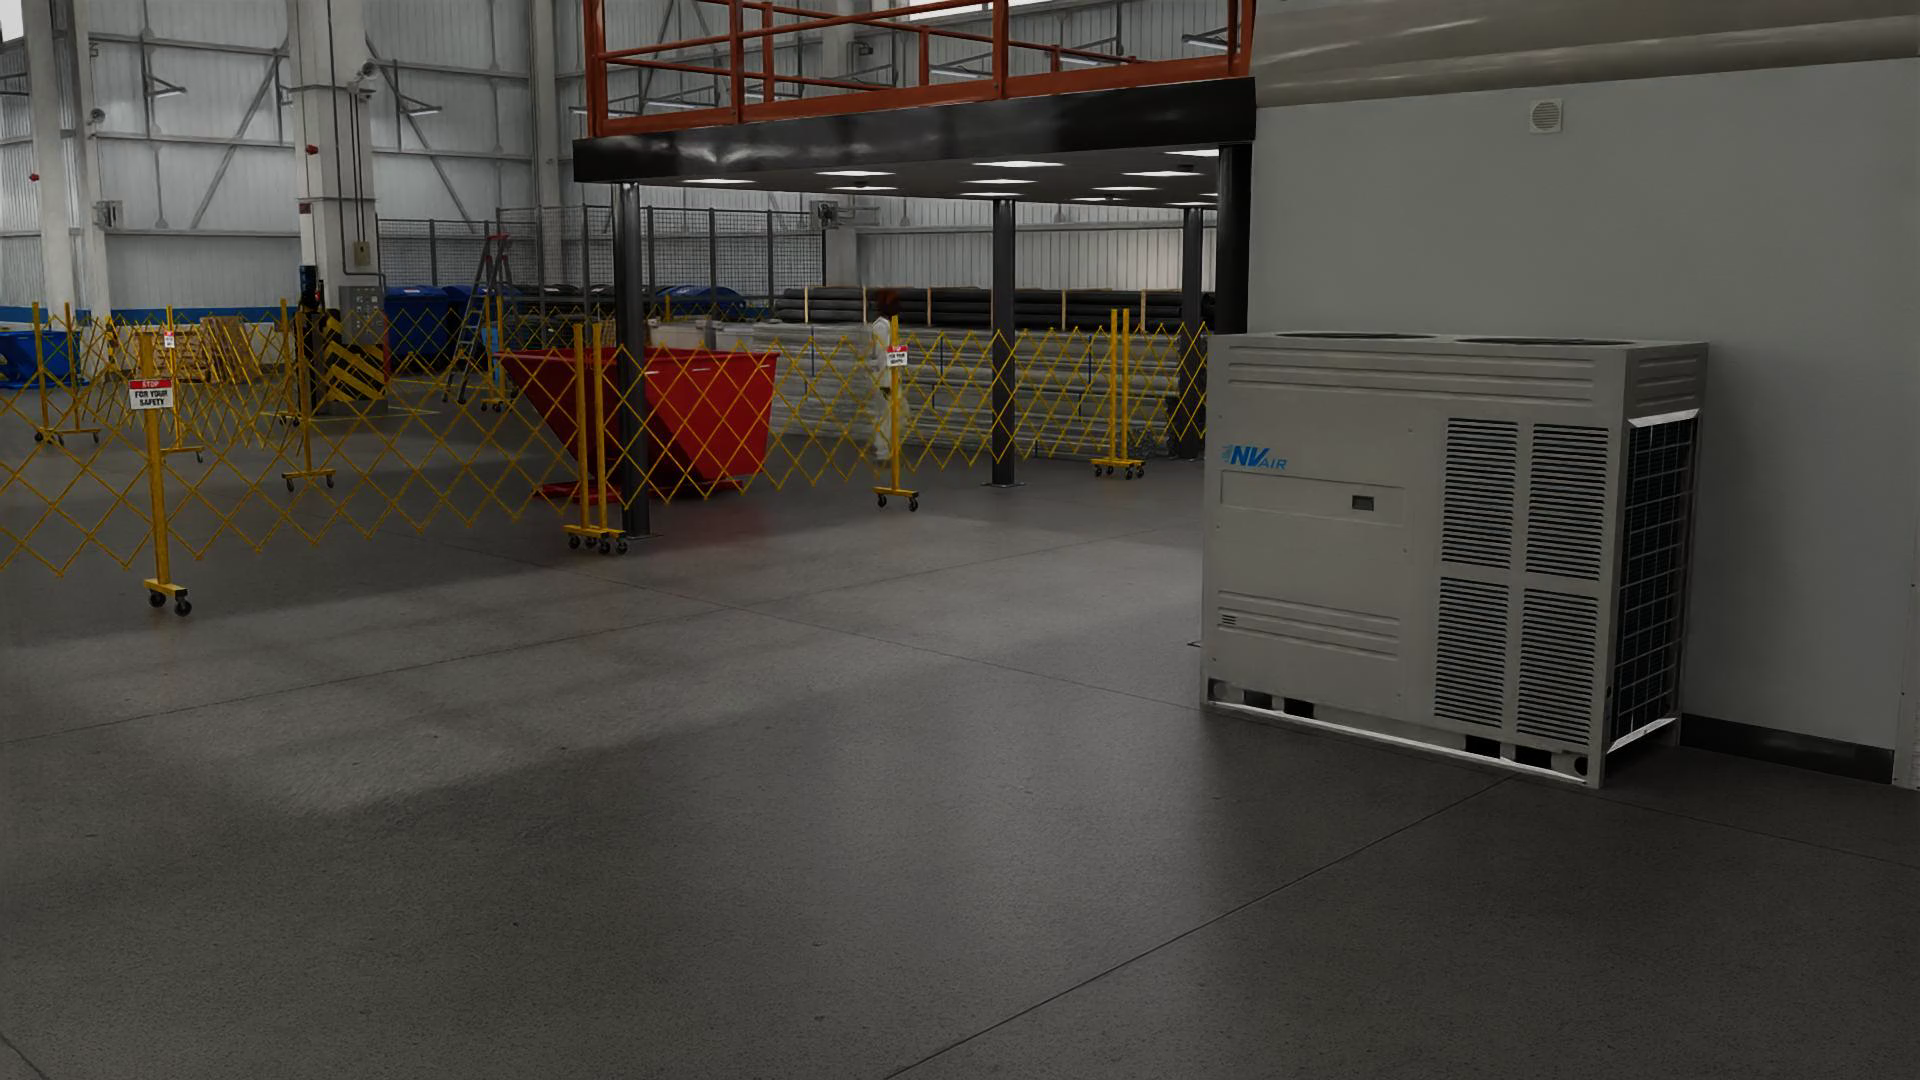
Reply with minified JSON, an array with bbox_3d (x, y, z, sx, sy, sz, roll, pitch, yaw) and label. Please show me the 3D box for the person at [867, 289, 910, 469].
[{"bbox_3d":[-0.720,-1.652,17.169,0.422,1.864,0.604,1,9,6],"label":"person"}]
